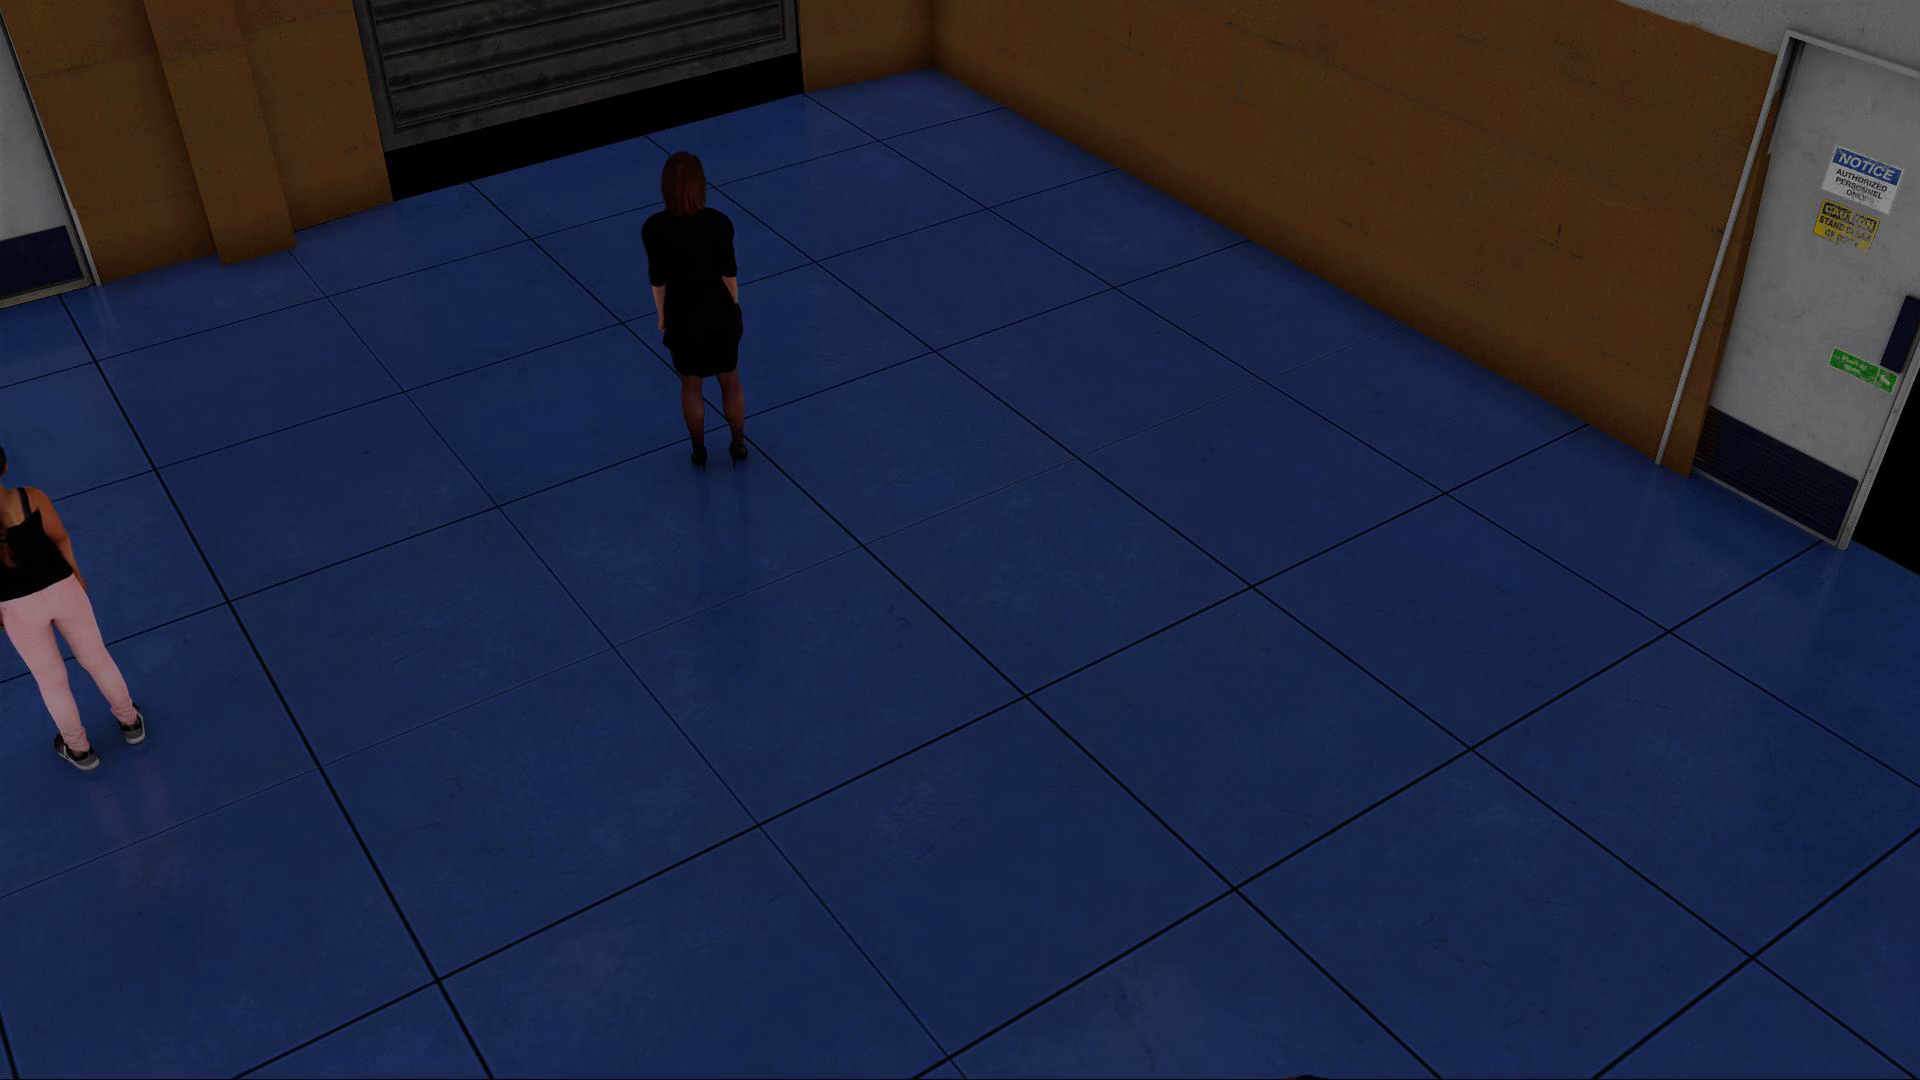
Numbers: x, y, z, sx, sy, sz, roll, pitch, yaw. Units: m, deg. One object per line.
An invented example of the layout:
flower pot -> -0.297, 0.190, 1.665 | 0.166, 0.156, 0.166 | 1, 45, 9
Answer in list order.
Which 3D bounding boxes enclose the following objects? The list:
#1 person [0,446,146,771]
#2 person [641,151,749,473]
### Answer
person -> -3.600, 0.241, 6.522 | 0.487, 1.565, 0.622 | -29, 46, -33
person -> -1.276, -1.091, 8.167 | 0.596, 1.706, 0.720 | -4, 37, -6
